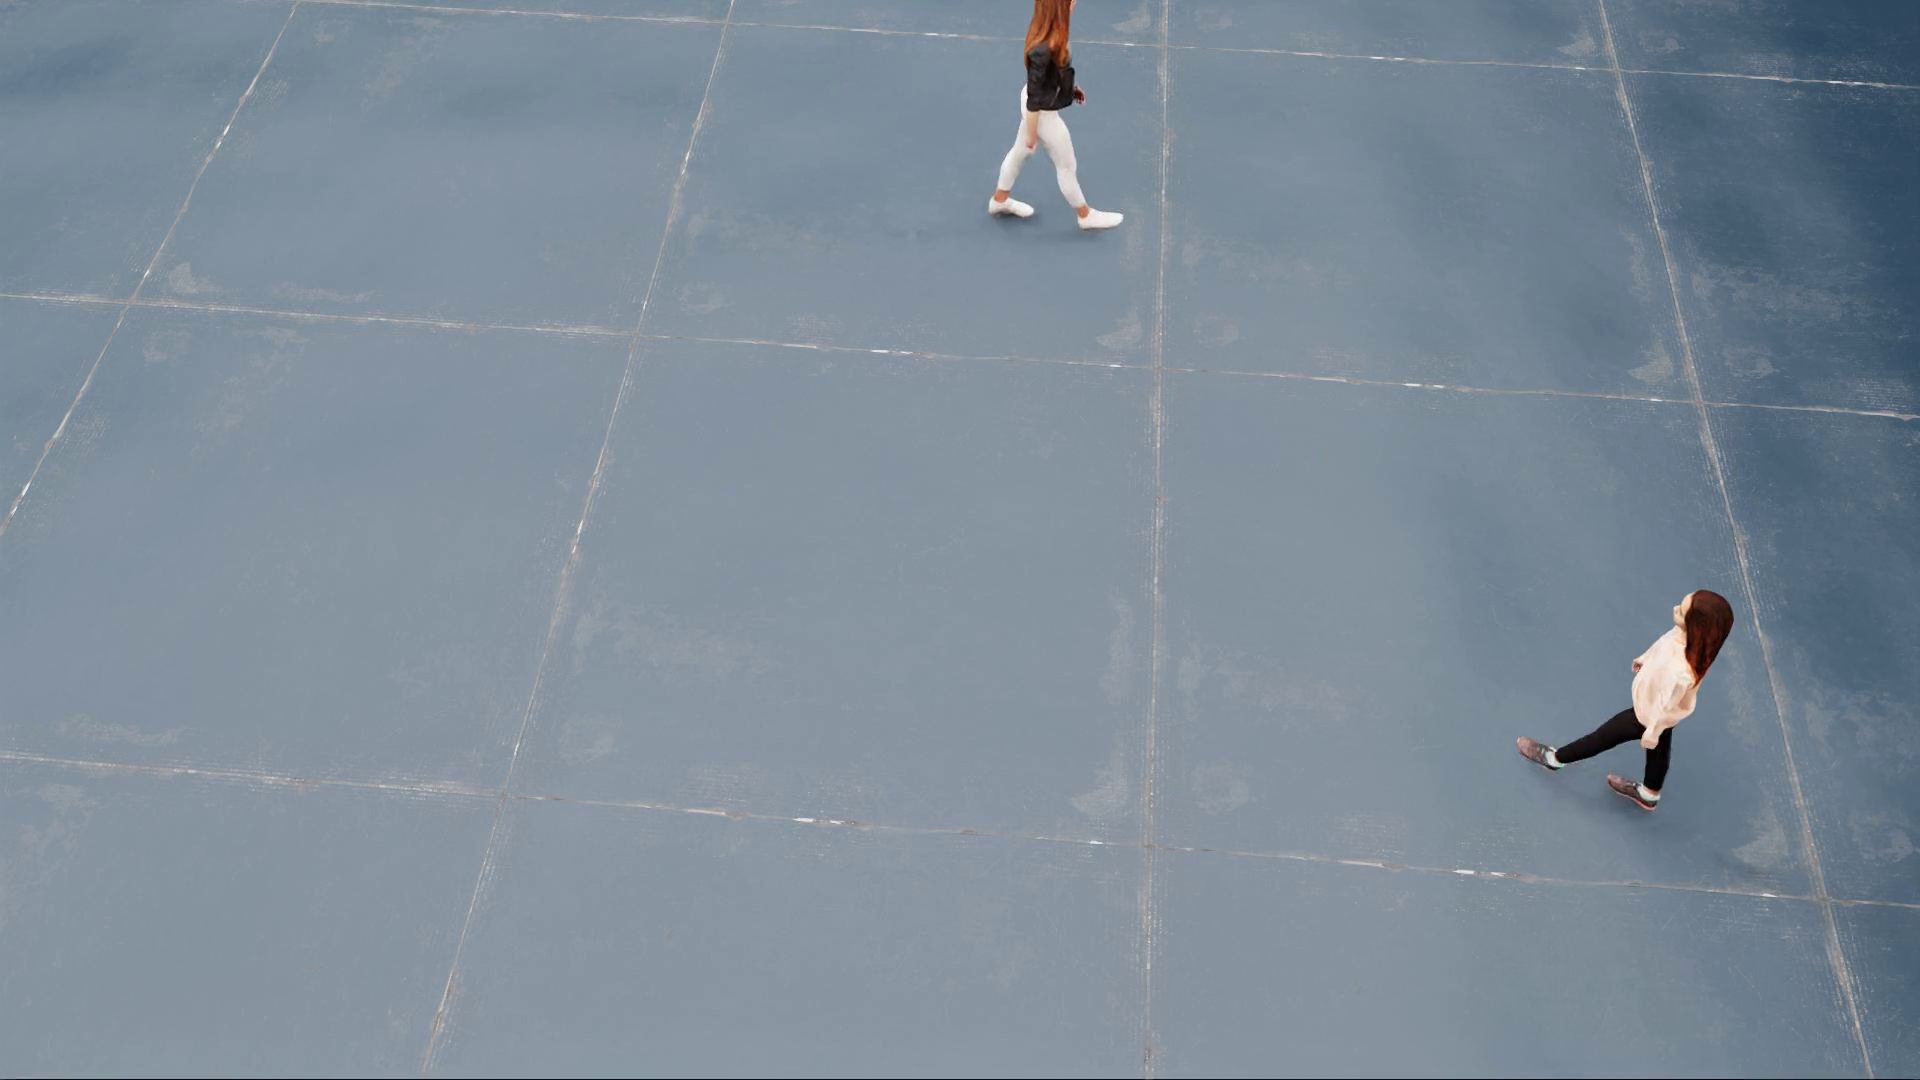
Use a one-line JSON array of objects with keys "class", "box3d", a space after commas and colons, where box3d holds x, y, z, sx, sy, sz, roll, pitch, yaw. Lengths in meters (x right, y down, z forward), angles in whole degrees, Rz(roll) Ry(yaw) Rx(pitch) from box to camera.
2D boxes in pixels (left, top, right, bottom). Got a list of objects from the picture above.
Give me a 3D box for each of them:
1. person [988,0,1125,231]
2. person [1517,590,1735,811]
[{"class": "person", "box3d": [0.390, -2.455, 9.479, 1.031, 1.669, 0.619, 2, 52, 1]}, {"class": "person", "box3d": [3.057, 0.734, 7.147, 0.987, 1.453, 0.827, 27, 57, 19]}]
